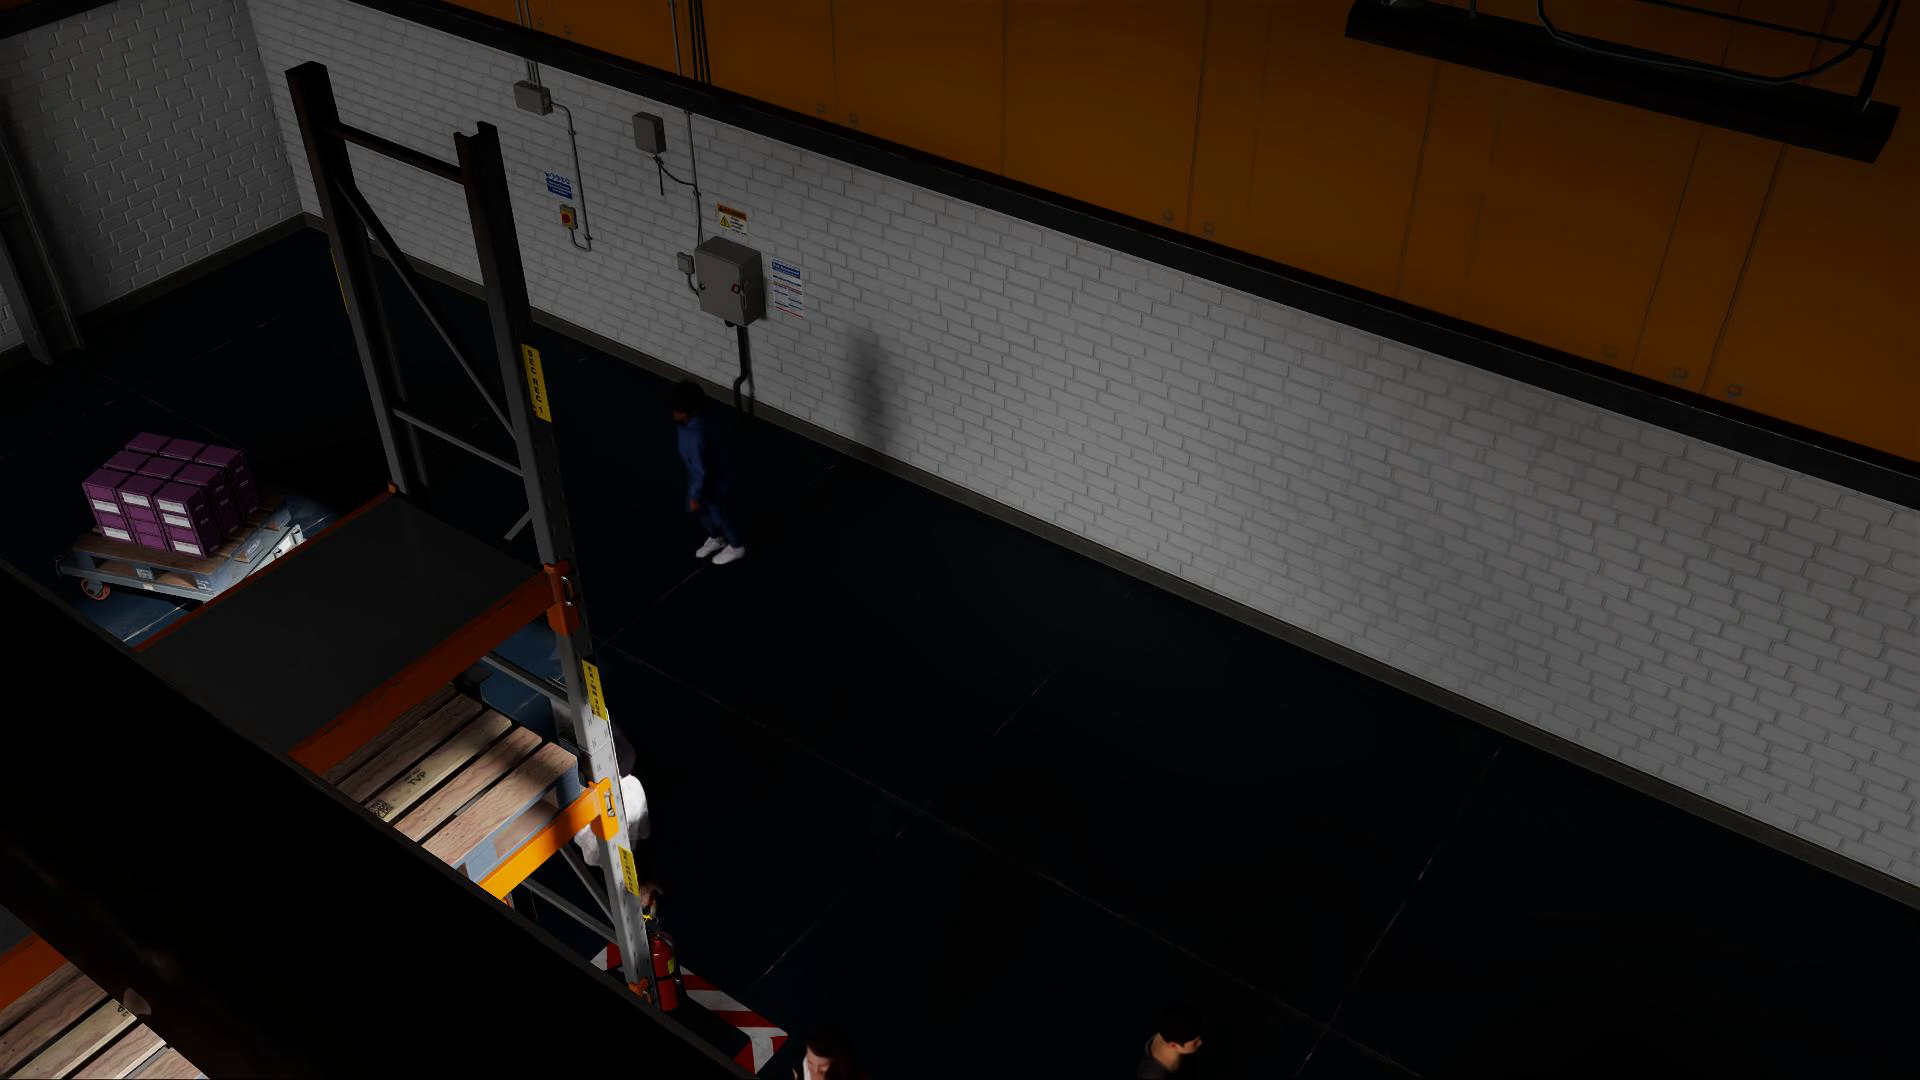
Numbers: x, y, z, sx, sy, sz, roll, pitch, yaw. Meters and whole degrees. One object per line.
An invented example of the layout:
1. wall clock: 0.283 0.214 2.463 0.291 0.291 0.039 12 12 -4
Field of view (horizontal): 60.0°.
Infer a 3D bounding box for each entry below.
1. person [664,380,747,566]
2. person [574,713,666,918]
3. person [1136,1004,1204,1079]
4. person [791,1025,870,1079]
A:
1. person: -1.893 -0.526 12.790 0.927 1.773 0.876 -6 39 -7
2. person: -1.970 1.685 10.030 0.839 1.763 0.773 5 39 6
3. person: 1.025 2.909 8.538 0.721 1.712 0.558 14 41 16
4. person: -0.589 2.956 8.437 0.820 1.765 1.173 11 40 14
